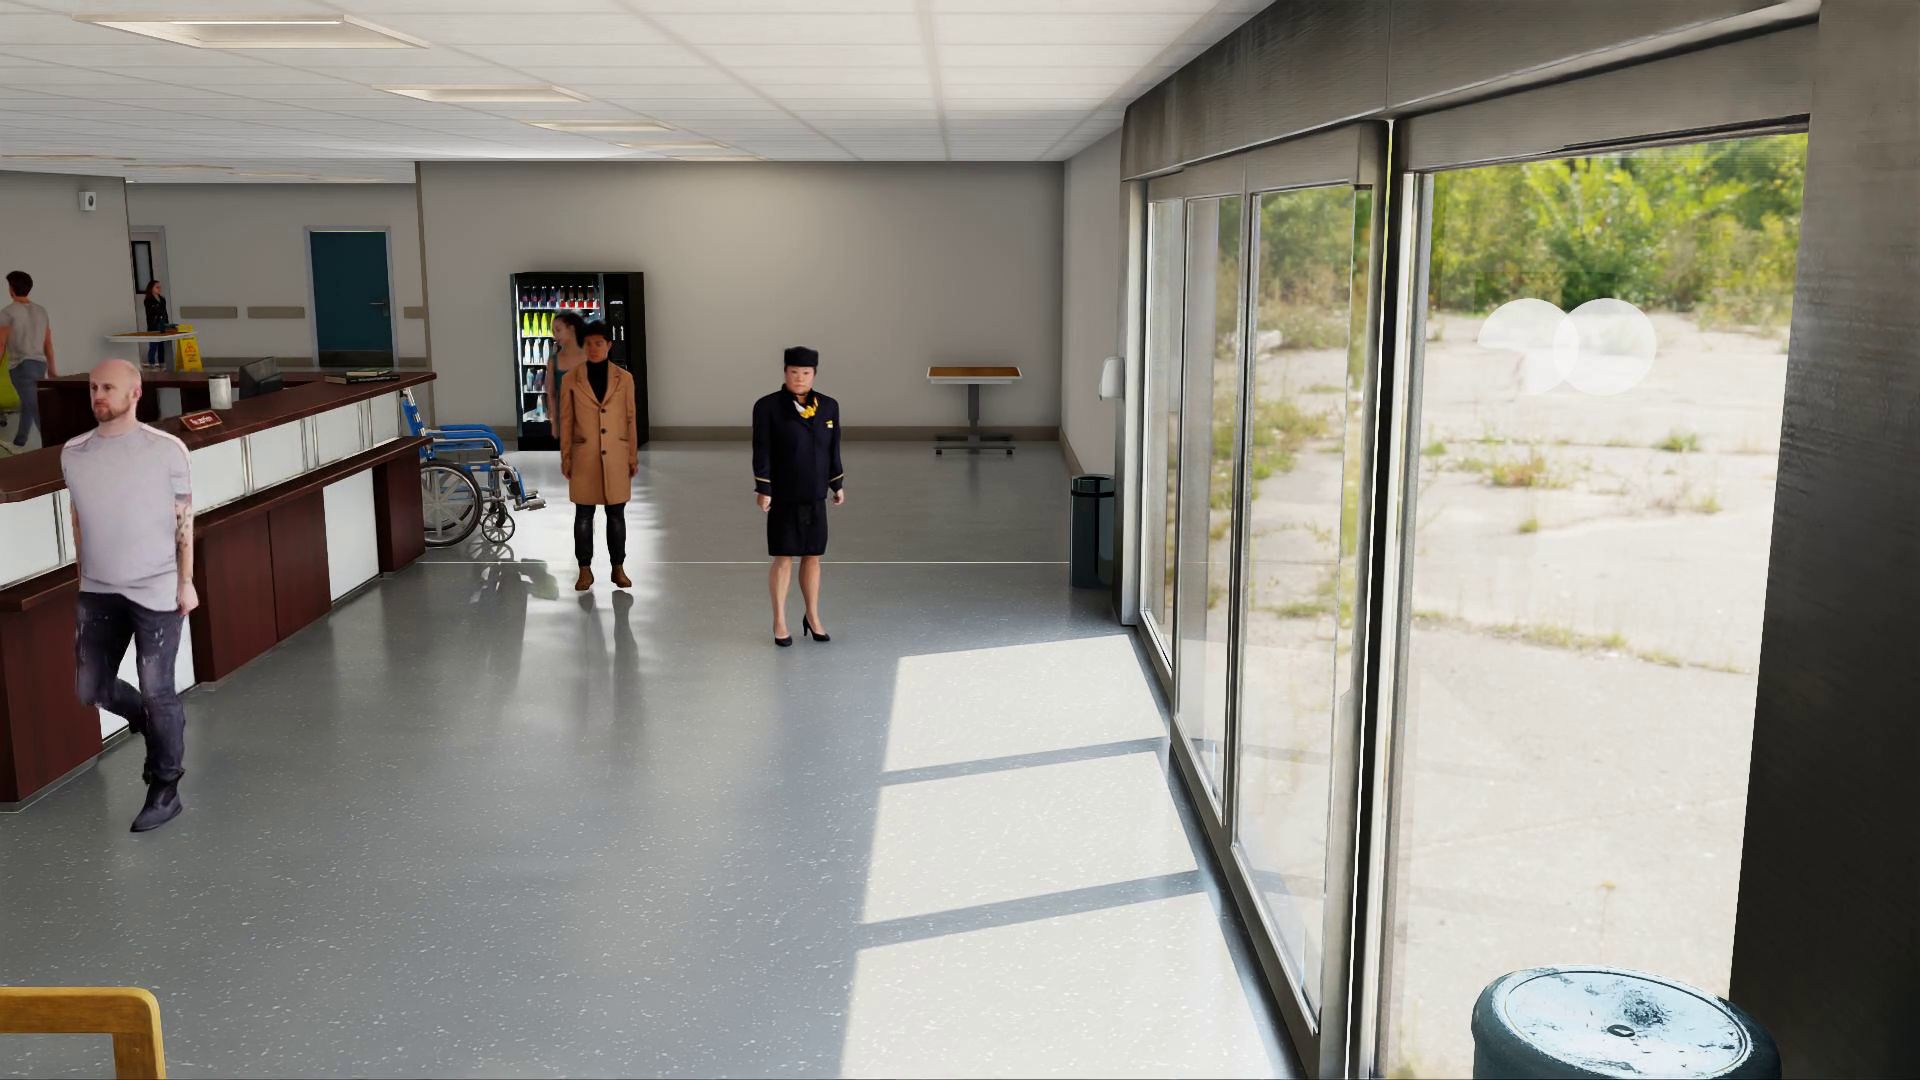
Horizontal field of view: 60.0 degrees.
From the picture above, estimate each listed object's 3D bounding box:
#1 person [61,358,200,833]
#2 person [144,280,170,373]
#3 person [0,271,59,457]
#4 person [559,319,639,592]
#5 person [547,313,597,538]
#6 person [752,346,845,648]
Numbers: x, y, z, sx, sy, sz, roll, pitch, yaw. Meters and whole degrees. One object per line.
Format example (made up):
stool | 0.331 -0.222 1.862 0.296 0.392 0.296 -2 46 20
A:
person | -3.213 0.192 6.585 0.806 1.819 0.732 0 11 2
person | -12.554 -3.316 25.977 0.587 1.481 0.610 4 11 18
person | -8.932 -1.615 16.037 1.254 1.846 0.932 4 11 20
person | -2.310 -0.555 10.656 0.654 1.726 0.777 -3 11 -16
person | -2.850 -0.846 12.461 0.791 1.667 0.737 -3 11 -15
person | -0.904 -0.248 9.302 0.736 1.669 0.856 -5 12 -26
